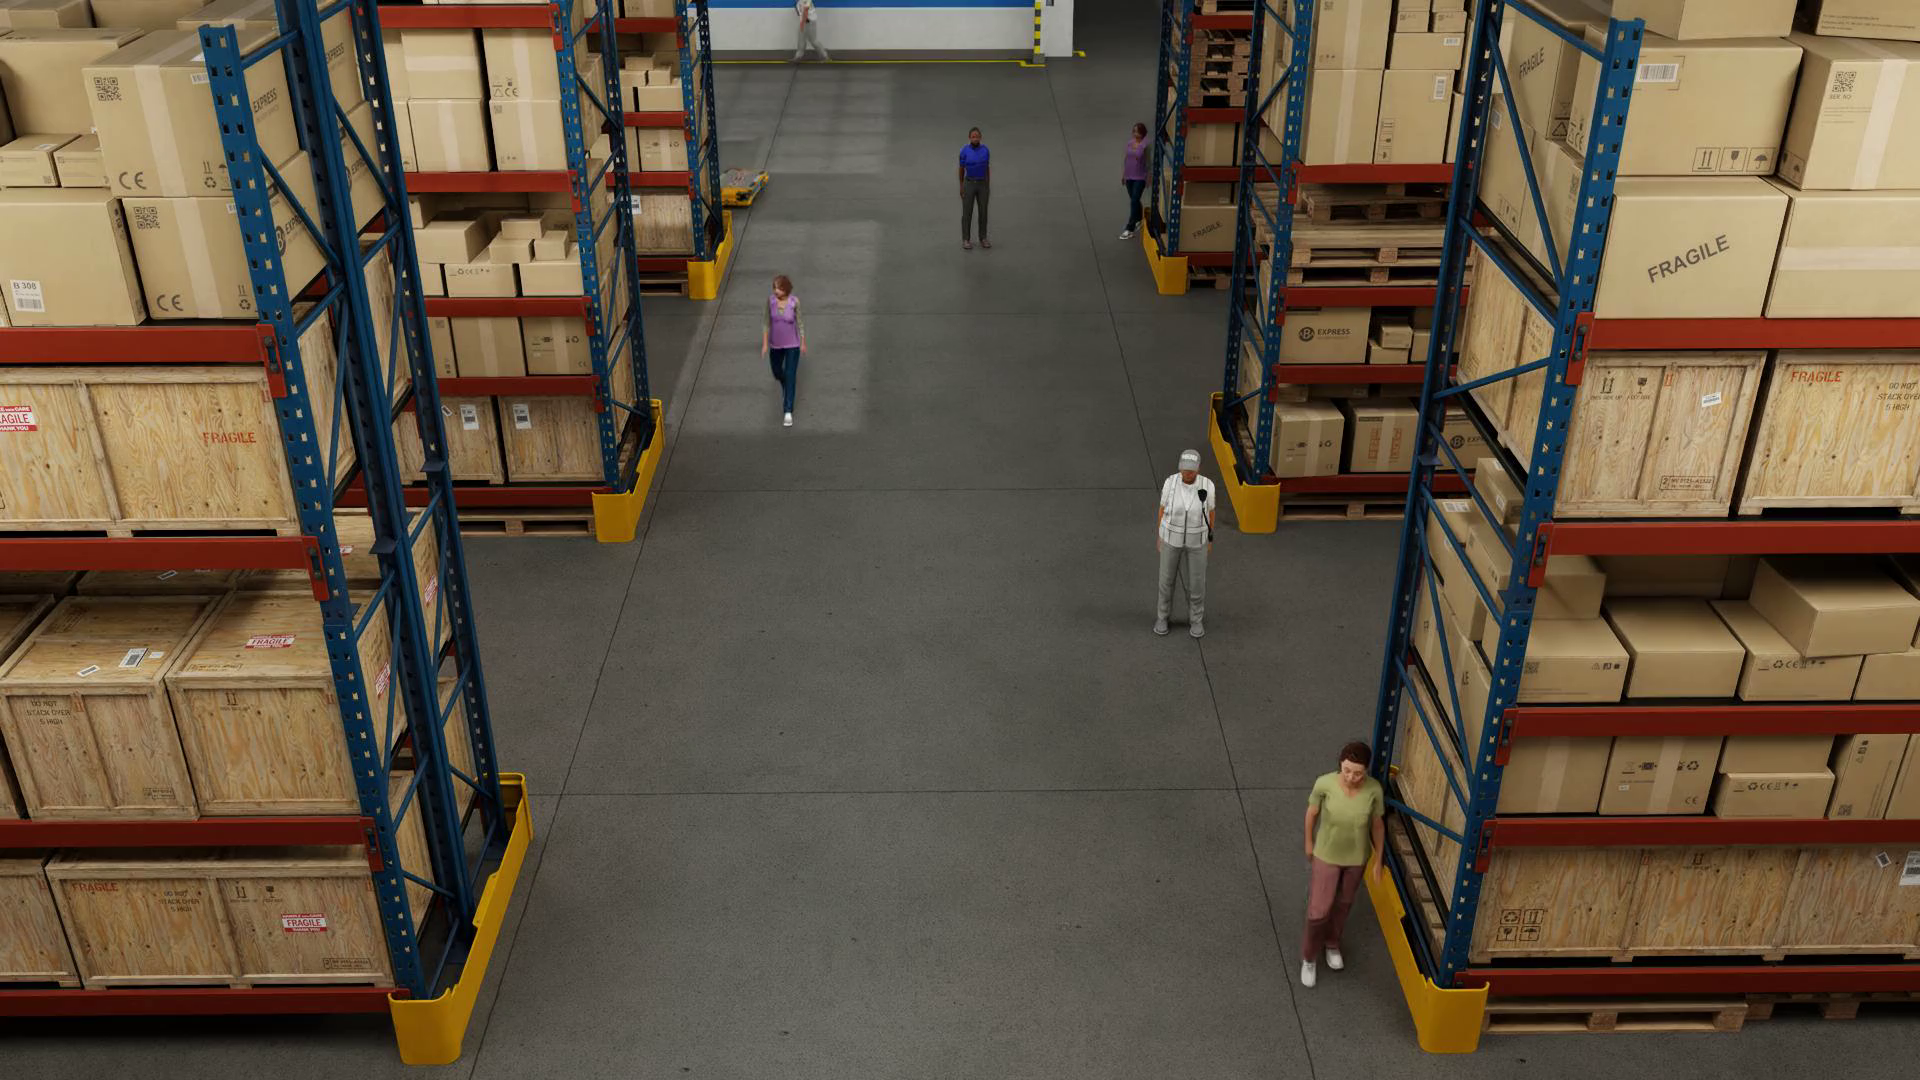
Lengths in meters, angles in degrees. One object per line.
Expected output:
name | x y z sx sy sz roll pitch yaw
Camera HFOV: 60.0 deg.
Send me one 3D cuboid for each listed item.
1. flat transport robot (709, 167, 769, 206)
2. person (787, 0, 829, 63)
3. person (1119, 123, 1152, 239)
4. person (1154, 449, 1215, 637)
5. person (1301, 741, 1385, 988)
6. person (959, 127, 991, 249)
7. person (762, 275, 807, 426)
flat transport robot | -3.427 -5.439 25.675 0.659 0.262 1.431 3 28 6
person | -3.081 -10.432 33.387 0.845 1.756 0.578 -3 28 -5
person | 2.476 -5.133 23.638 0.427 1.587 0.737 22 35 34
person | 1.892 0.012 13.992 0.469 1.664 0.390 4 29 7
person | 2.372 1.984 10.284 0.455 1.699 0.430 0 28 -1
person | 0.219 -4.907 23.149 0.440 1.659 0.348 -7 29 -12
person | -1.902 -2.109 18.004 0.463 1.582 0.811 2 28 4
